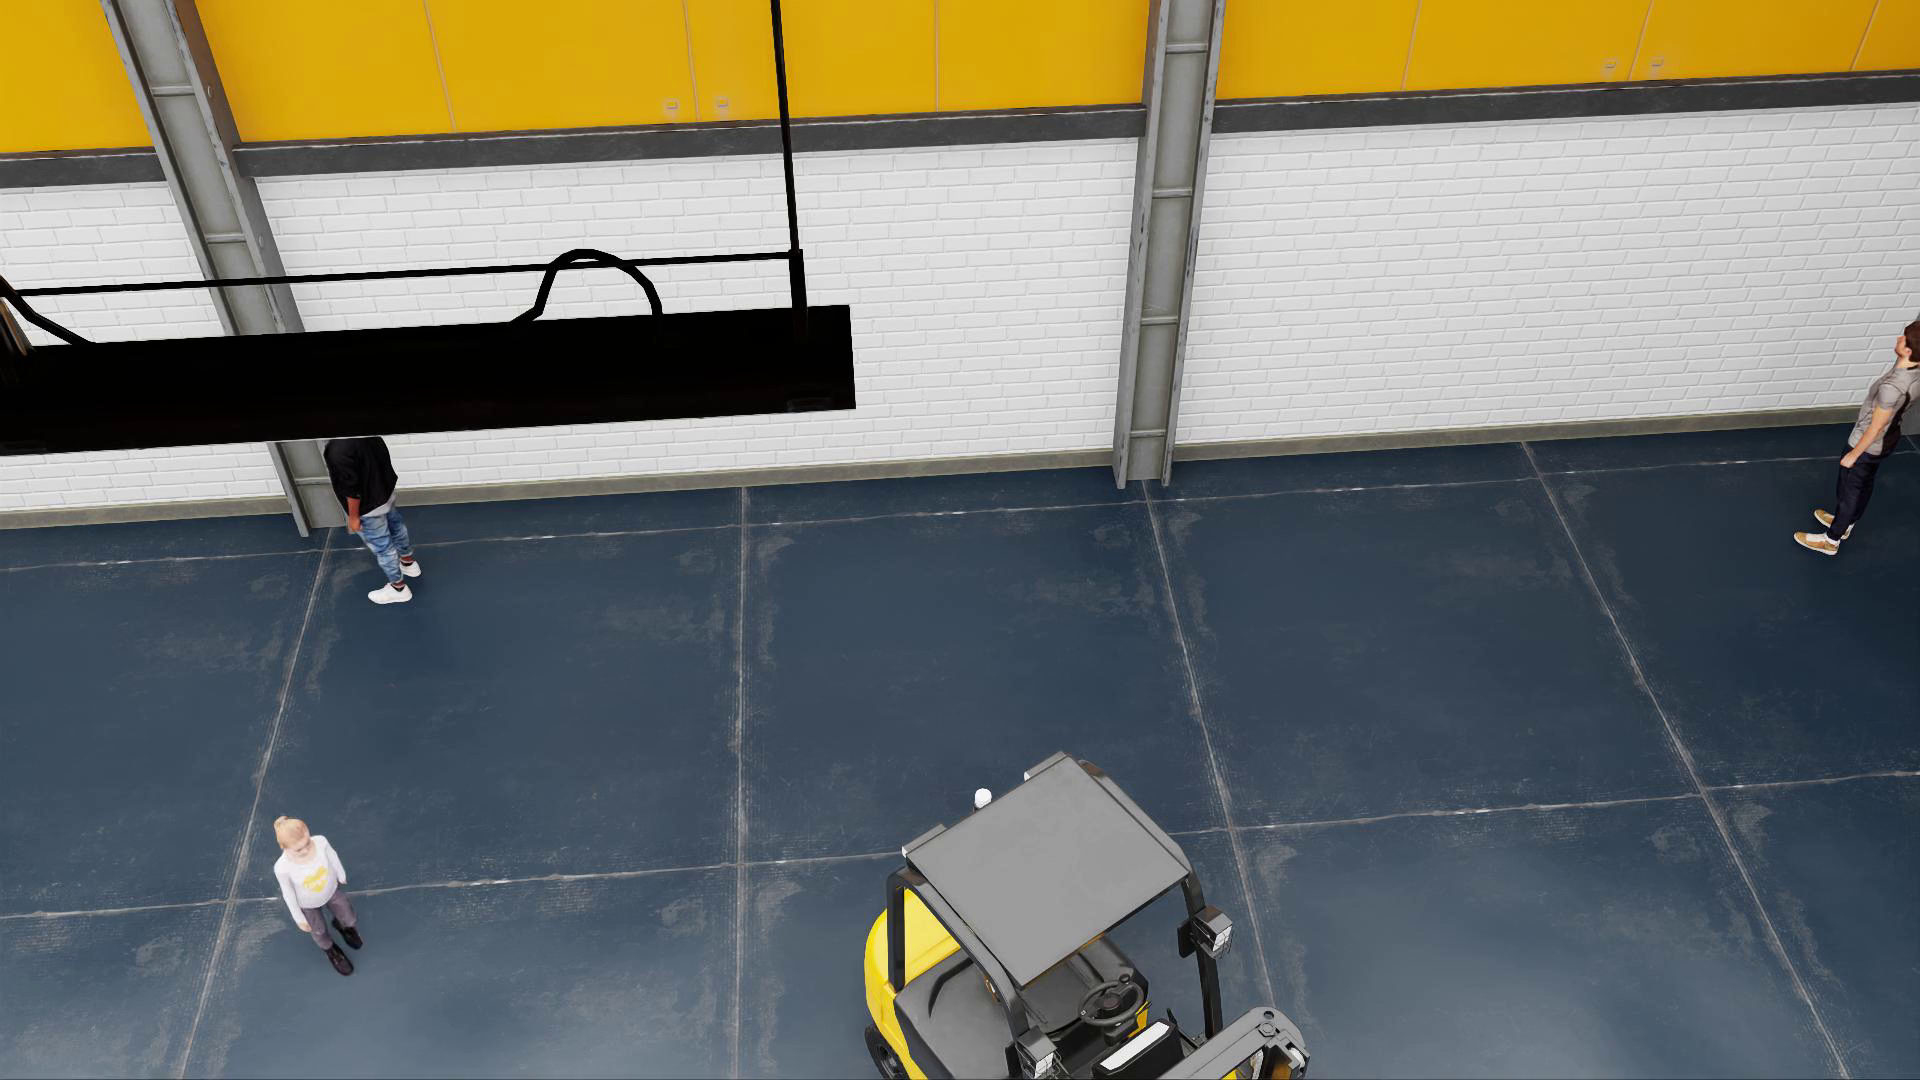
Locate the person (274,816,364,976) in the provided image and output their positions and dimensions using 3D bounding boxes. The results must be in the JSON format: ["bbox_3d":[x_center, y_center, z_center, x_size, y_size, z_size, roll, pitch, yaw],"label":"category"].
[{"bbox_3d":[-3.570,1.904,9.146,0.611,1.269,0.677,-32,52,-29],"label":"person"}]

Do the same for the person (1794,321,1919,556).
[{"bbox_3d":[6.268,-0.692,11.418,0.691,1.894,0.788,-32,52,-29],"label":"person"}]

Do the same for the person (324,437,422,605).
[{"bbox_3d":[-3.940,-0.332,11.097,0.660,1.815,0.733,4,44,5],"label":"person"}]
